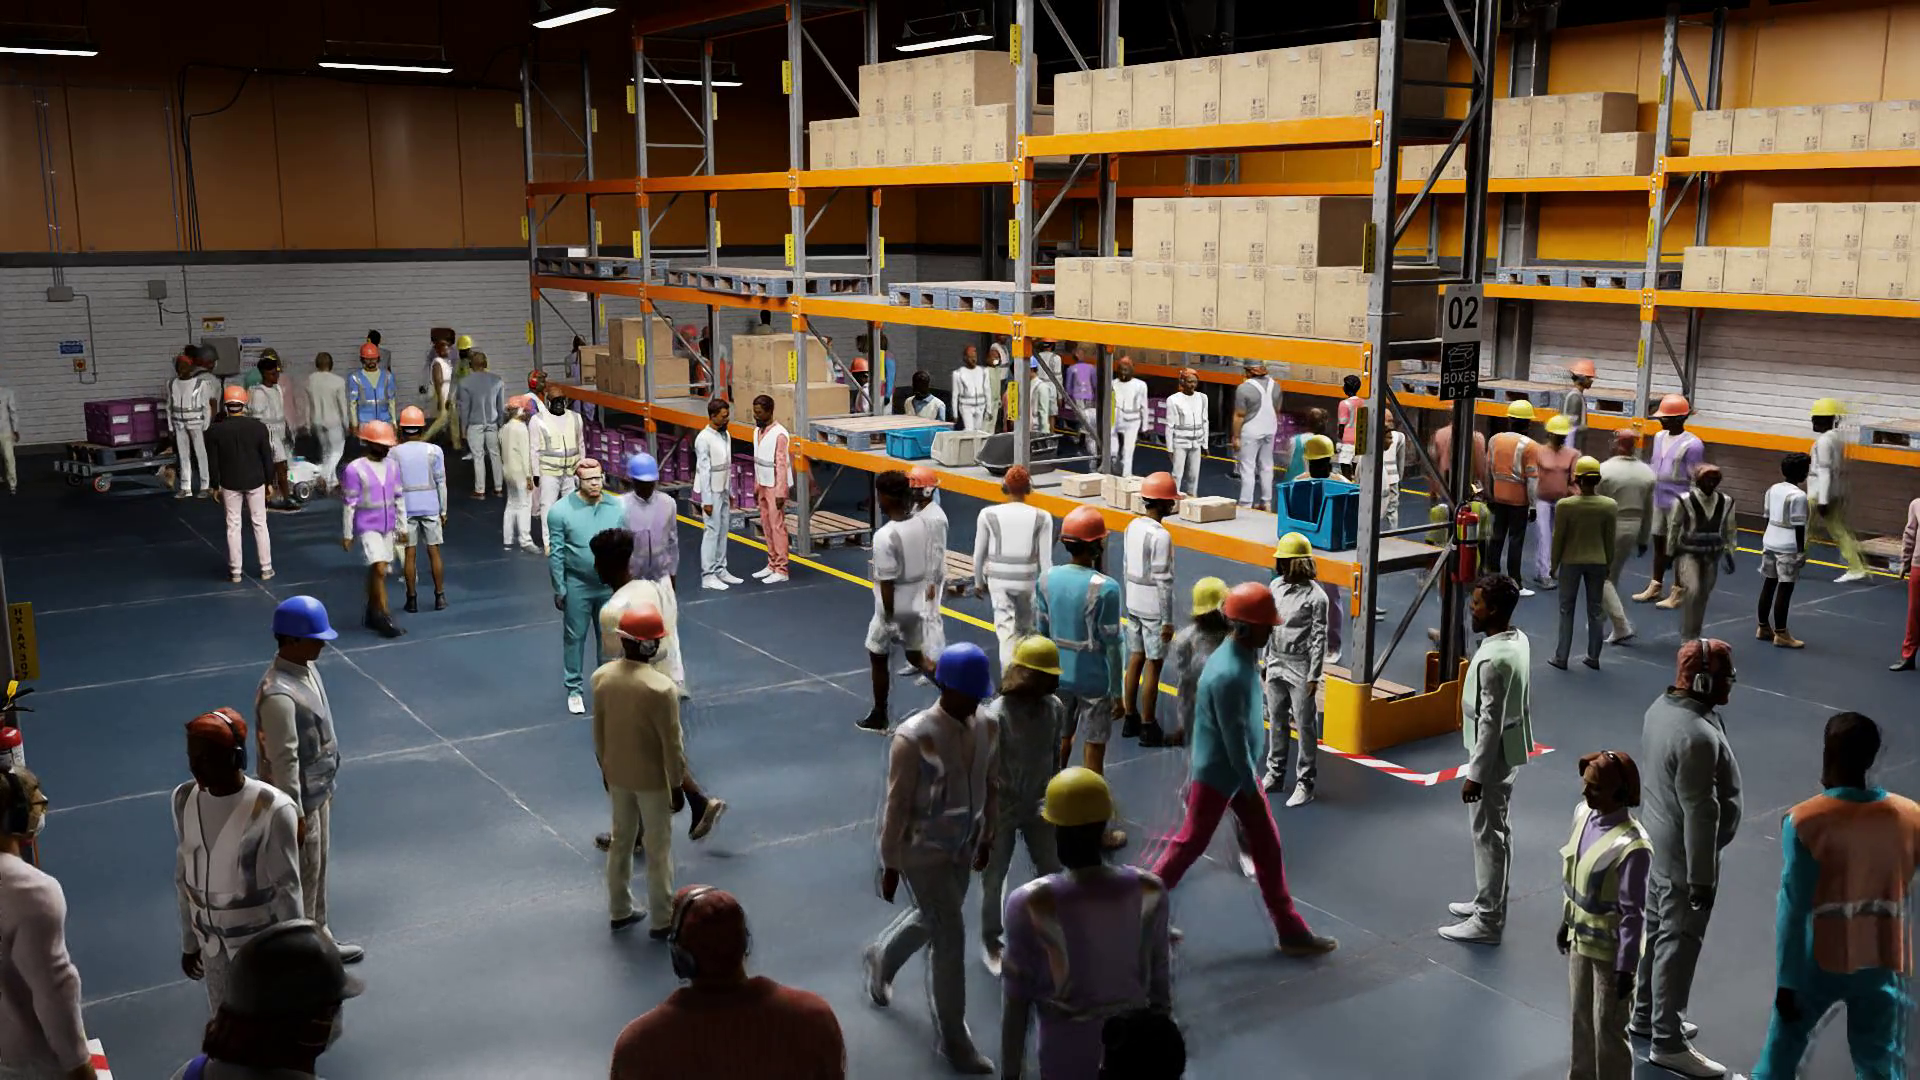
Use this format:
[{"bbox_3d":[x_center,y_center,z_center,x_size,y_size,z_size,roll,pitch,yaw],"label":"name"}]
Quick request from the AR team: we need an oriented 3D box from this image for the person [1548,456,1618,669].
[{"bbox_3d":[5.083,0.190,13.610,0.525,1.760,0.334,0,11,0],"label":"person"}]

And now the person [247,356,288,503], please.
[{"bbox_3d":[-8.818,-1.397,21.292,0.388,1.927,0.589,4,12,18],"label":"person"}]

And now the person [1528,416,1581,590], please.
[{"bbox_3d":[5.892,-0.348,16.408,0.540,1.732,0.852,-2,11,-8],"label":"person"}]

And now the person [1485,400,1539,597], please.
[{"bbox_3d":[5.398,-0.407,16.227,0.370,1.925,0.595,-6,13,-29],"label":"person"}]

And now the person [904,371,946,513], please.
[{"bbox_3d":[-0.423,-1.018,19.390,0.587,1.914,0.392,8,14,36],"label":"person"}]

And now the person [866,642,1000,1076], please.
[{"bbox_3d":[-0.151,1.332,7.437,0.907,1.907,0.627,11,15,43],"label":"person"}]

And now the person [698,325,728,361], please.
[{"bbox_3d":[-4.122,-2.578,27.388,0.646,1.907,0.401,-1,11,-6],"label":"person"}]

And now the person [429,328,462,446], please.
[{"bbox_3d":[-8.236,-2.432,26.626,0.631,1.918,0.672,4,12,20],"label":"person"}]

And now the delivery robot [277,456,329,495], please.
[{"bbox_3d":[-8.619,-0.851,21.780,0.477,0.478,0.707,4,12,22],"label":"delivery robot"}]

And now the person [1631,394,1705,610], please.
[{"bbox_3d":[6.688,-0.358,15.691,0.395,2.039,0.606,-3,12,-17],"label":"person"}]

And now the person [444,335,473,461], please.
[{"bbox_3d":[-7.453,-2.136,25.102,0.606,1.906,0.552,10,15,42],"label":"person"}]

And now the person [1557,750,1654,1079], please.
[{"bbox_3d":[2.558,1.620,6.620,0.314,1.633,0.519,-1,11,-4],"label":"person"}]

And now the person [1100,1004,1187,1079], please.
[{"bbox_3d":[0.392,2.029,4.452,0.826,1.652,0.548,4,12,19],"label":"person"}]

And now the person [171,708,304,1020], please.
[{"bbox_3d":[-2.749,1.545,6.381,0.573,1.877,0.353,4,12,19],"label":"person"}]

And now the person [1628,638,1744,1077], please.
[{"bbox_3d":[3.180,1.357,7.255,0.407,1.908,0.642,1,11,7],"label":"person"}]

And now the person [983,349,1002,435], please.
[{"bbox_3d":[0.502,-2.154,25.923,0.286,1.631,0.501,6,13,30],"label":"person"}]

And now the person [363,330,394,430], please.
[{"bbox_3d":[-9.447,-2.474,26.997,0.501,1.862,0.327,-9,14,-40],"label":"person"}]

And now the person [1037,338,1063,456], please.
[{"bbox_3d":[1.368,-2.263,25.701,0.551,1.935,0.375,9,14,38],"label":"person"}]

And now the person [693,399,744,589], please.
[{"bbox_3d":[-2.434,-0.459,16.557,0.413,1.908,0.593,3,11,15],"label":"person"}]

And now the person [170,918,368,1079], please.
[{"bbox_3d":[-1.604,1.900,4.129,0.686,2.000,0.535,7,13,31],"label":"person"}]

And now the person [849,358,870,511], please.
[{"bbox_3d":[-1.207,-1.326,20.947,0.417,1.928,0.548,0,11,1],"label":"person"}]

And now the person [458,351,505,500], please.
[{"bbox_3d":[-6.256,-1.501,21.793,0.635,1.937,0.352,-10,15,-41],"label":"person"}]

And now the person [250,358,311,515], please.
[{"bbox_3d":[-8.424,-1.293,20.703,0.734,1.943,0.637,-1,11,-4],"label":"person"}]

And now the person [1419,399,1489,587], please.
[{"bbox_3d":[5.004,-0.504,16.725,1.043,1.946,0.610,-5,12,-24],"label":"person"}]

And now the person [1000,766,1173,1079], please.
[{"bbox_3d":[0.466,1.715,5.481,0.596,1.889,0.810,-5,12,-24],"label":"person"}]

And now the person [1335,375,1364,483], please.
[{"bbox_3d":[4.971,-1.249,21.146,0.537,1.694,0.320,-10,15,-42],"label":"person"}]

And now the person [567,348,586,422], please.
[{"bbox_3d":[-6.073,-2.252,26.440,0.514,1.629,0.322,8,14,36],"label":"person"}]

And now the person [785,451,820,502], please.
[{"bbox_3d":[-2.158,-1.432,21.180,0.587,2.000,0.716,6,12,26],"label":"person"}]

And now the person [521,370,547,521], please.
[{"bbox_3d":[-5.184,-1.154,20.281,0.389,1.837,0.563,-3,12,-16],"label":"person"}]

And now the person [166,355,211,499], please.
[{"bbox_3d":[-10.123,-1.480,21.827,0.575,1.885,0.355,1,11,3],"label":"person"}]

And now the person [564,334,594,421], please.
[{"bbox_3d":[-5.943,-2.308,26.170,0.506,1.846,0.346,1,11,3],"label":"person"}]

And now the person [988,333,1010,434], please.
[{"bbox_3d":[0.651,-2.670,28.056,0.391,1.845,0.579,4,12,18],"label":"person"}]

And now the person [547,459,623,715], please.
[{"bbox_3d":[-2.749,0.336,12.474,0.639,1.911,0.406,-8,13,-34],"label":"person"}]

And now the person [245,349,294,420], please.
[{"bbox_3d":[-9.351,-1.644,22.634,0.665,1.893,0.886,-8,14,-35],"label":"person"}]

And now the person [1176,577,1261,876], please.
[{"bbox_3d":[1.475,1.007,9.559,0.505,1.702,0.671,0,11,2],"label":"person"}]

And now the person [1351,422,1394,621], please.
[{"bbox_3d":[3.758,-0.176,15.286,0.395,1.836,0.561,3,11,16],"label":"person"}]

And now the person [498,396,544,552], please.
[{"bbox_3d":[-4.862,-0.721,18.398,0.344,1.712,0.645,-10,15,-40],"label":"person"}]

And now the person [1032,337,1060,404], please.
[{"bbox_3d":[1.305,-2.322,26.268,0.651,1.823,0.446,-5,12,-25],"label":"person"}]

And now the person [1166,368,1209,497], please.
[{"bbox_3d":[2.747,-1.141,20.133,0.580,1.878,0.344,-5,12,-25],"label":"person"}]

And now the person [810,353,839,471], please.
[{"bbox_3d":[-1.983,-1.901,24.222,0.623,1.781,0.912,-9,14,-38],"label":"person"}]

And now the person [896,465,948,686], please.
[{"bbox_3d":[-0.297,0.273,13.198,0.339,1.748,0.568,-5,12,-24],"label":"person"}]

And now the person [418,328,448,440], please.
[{"bbox_3d":[-8.655,-2.583,27.560,0.824,1.852,0.604,3,12,17],"label":"person"}]

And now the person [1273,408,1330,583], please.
[{"bbox_3d":[3.436,-0.412,16.652,0.675,1.794,0.512,-10,15,-41],"label":"person"}]

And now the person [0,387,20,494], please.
[{"bbox_3d":[-12.840,-1.451,22.124,0.582,1.726,0.530,-7,13,-33],"label":"person"}]

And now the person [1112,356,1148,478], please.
[{"bbox_3d":[2.239,-1.554,22.333,0.582,1.852,0.903,4,12,18],"label":"person"}]
